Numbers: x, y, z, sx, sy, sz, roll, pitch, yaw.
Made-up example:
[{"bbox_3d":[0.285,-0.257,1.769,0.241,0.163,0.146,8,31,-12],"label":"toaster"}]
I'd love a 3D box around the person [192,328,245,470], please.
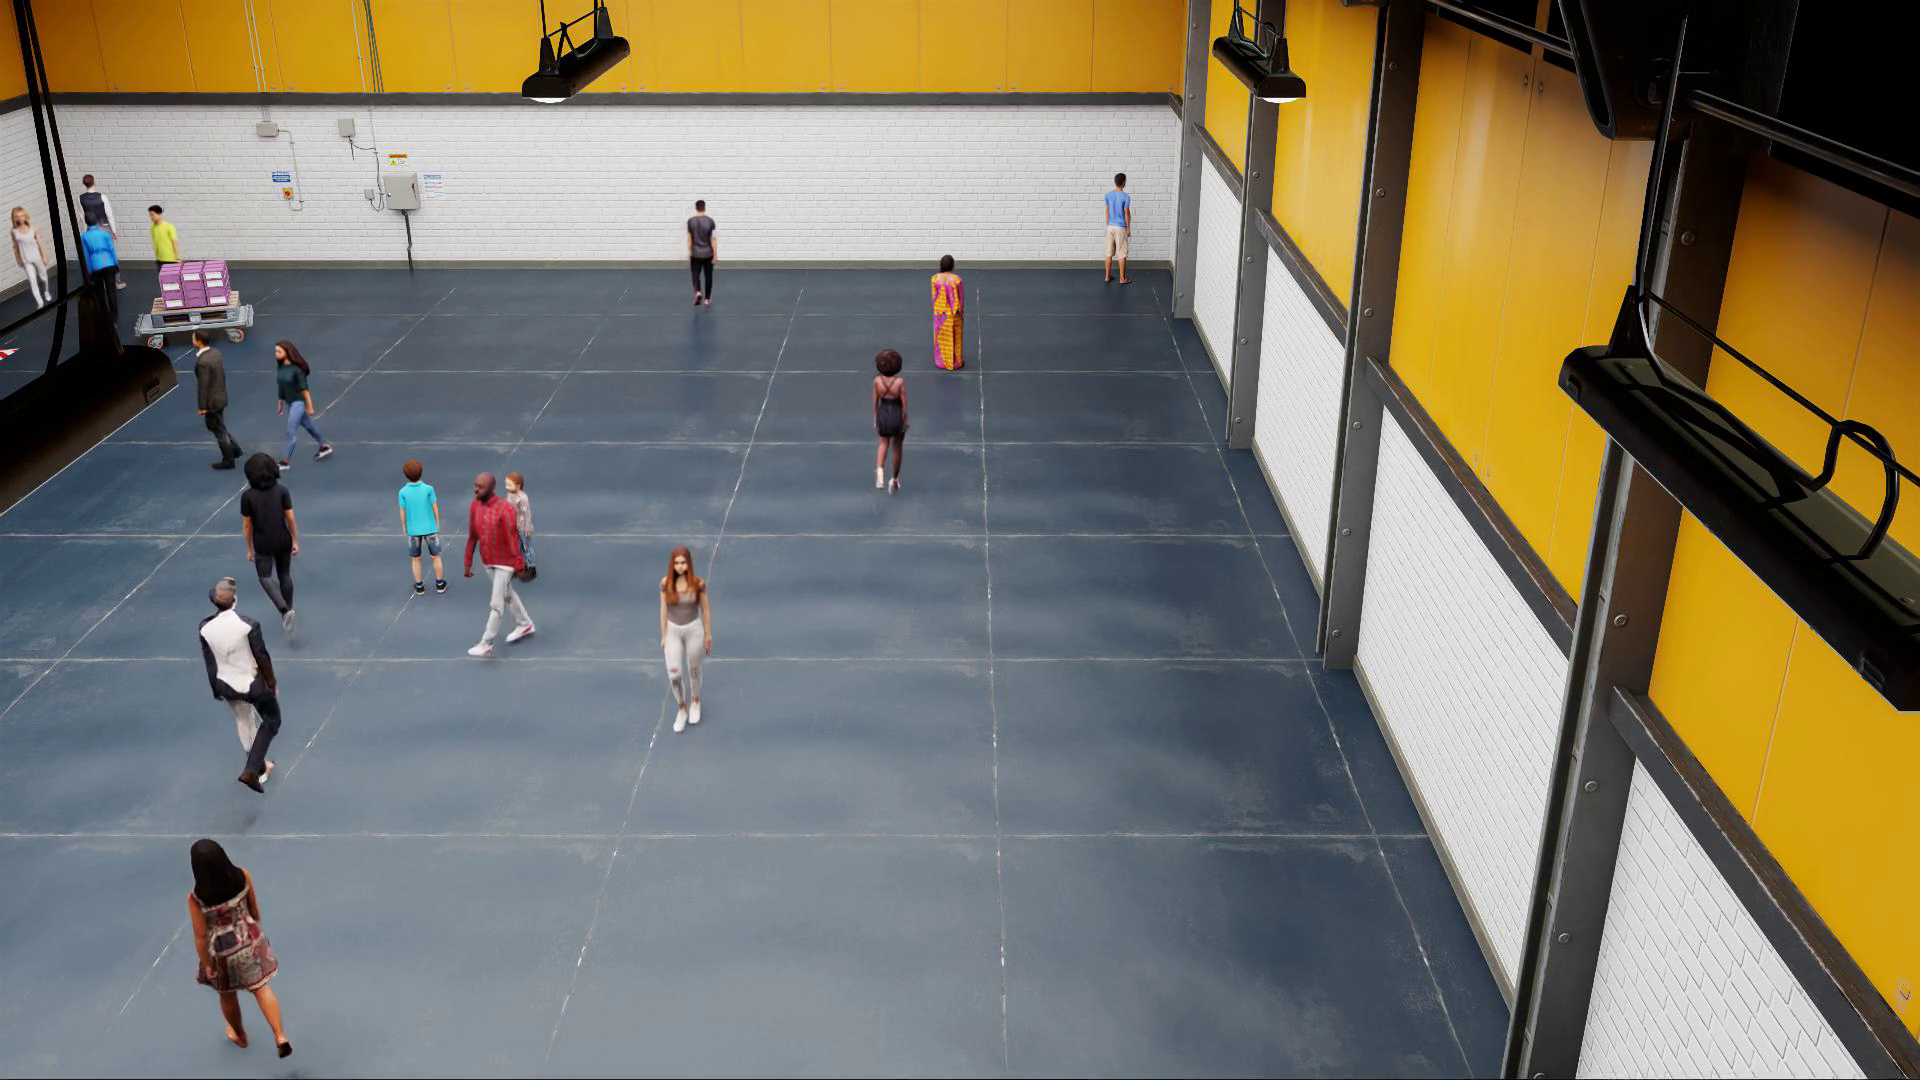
[{"bbox_3d":[-9.013,-1.713,20.281,0.780,1.796,0.616,-2,24,-4],"label":"person"}]

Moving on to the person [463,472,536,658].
[{"bbox_3d":[-4.366,0.177,15.973,1.082,1.785,1.245,14,27,29],"label":"person"}]

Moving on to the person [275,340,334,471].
[{"bbox_3d":[-8.112,-1.681,20.494,0.984,1.567,1.179,14,27,30],"label":"person"}]

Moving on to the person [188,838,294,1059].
[{"bbox_3d":[-4.573,2.630,10.563,1.046,1.623,0.981,21,31,40],"label":"person"}]

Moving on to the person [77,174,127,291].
[{"bbox_3d":[-14.551,-5.210,28.104,0.711,1.939,0.634,-5,24,-12],"label":"person"}]

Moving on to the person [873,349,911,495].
[{"bbox_3d":[-0.824,-1.340,19.454,0.647,1.776,0.799,5,24,11],"label":"person"}]

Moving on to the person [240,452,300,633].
[{"bbox_3d":[-6.698,0.052,16.217,0.939,1.818,1.043,-16,28,-32],"label":"person"}]

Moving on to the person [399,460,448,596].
[{"bbox_3d":[-5.539,-0.141,17.117,0.560,1.450,0.543,-6,24,-13],"label":"person"}]

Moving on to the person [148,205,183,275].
[{"bbox_3d":[-12.838,-4.611,27.041,0.731,1.692,0.859,5,24,12],"label":"person"}]

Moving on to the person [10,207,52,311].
[{"bbox_3d":[-15.093,-4.603,27.061,0.771,1.663,0.906,-9,25,-19],"label":"person"}]

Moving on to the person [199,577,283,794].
[{"bbox_3d":[-5.822,1.221,13.464,0.726,1.882,0.954,2,24,4],"label":"person"}]

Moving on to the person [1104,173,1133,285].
[{"bbox_3d":[2.699,-5.345,28.506,0.743,1.864,0.756,14,27,30],"label":"person"}]

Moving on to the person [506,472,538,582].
[{"bbox_3d":[-4.611,-0.157,17.476,0.555,1.194,0.606,19,30,36],"label":"person"}]

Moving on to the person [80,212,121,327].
[{"bbox_3d":[-13.442,-4.218,26.066,0.904,1.754,1.201,-9,25,-20],"label":"person"}]

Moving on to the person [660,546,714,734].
[{"bbox_3d":[-2.397,0.806,14.622,0.608,1.714,0.673,0,24,0],"label":"person"}]

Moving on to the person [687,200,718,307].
[{"bbox_3d":[-4.207,-4.623,26.995,0.691,1.752,0.932,-2,24,-4],"label":"person"}]

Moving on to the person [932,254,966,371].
[{"bbox_3d":[-0.172,-3.345,24.153,0.723,1.686,0.751,7,25,16],"label":"person"}]
